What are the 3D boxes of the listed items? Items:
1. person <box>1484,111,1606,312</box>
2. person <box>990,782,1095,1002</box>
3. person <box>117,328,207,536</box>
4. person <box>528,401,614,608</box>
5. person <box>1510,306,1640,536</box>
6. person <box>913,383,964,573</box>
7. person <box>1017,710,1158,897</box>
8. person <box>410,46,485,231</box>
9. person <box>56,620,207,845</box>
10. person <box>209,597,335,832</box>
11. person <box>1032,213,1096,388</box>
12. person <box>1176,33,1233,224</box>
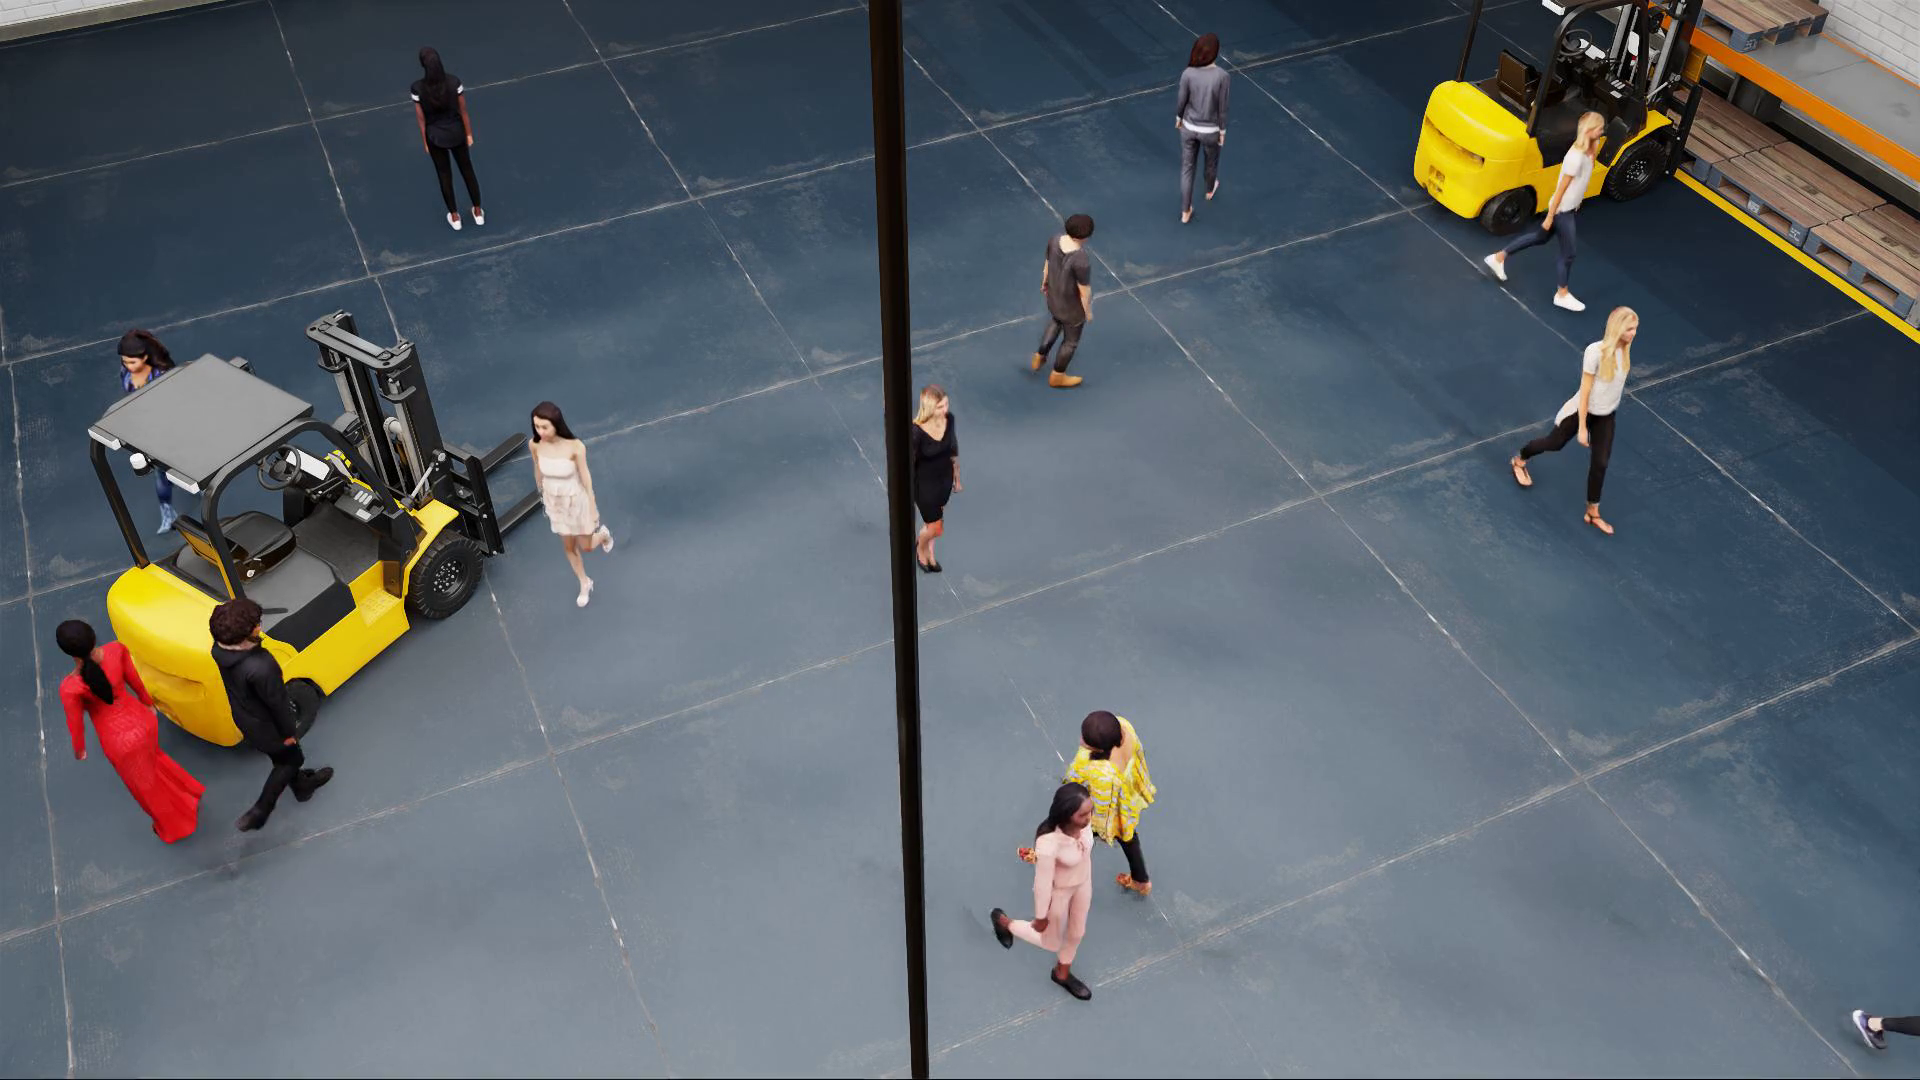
[{"bbox_3d":[4.947,-2.786,13.943,1.210,1.771,1.053,19,47,19],"label":"person"},{"bbox_3d":[0.485,1.878,9.098,1.035,1.703,0.883,30,51,28],"label":"person"},{"bbox_3d":[-5.722,-0.881,12.080,0.943,1.585,1.095,4,44,4],"label":"person"},{"bbox_3d":[-2.624,-0.296,11.364,0.819,1.723,0.909,9,44,9],"label":"person"},{"bbox_3d":[4.436,-0.944,12.002,0.636,1.782,1.189,-21,47,-20],"label":"person"},{"bbox_3d":[-0.252,-0.436,11.553,0.635,1.665,0.655,-33,52,-30],"label":"person"},{"bbox_3d":[0.909,1.543,9.523,1.184,1.600,1.093,19,47,19],"label":"person"},{"bbox_3d":[-4.568,-3.581,14.809,0.596,1.729,0.555,-20,47,-20],"label":"person"},{"bbox_3d":[-4.840,1.168,9.800,0.856,1.772,0.792,11,45,11],"label":"person"},{"bbox_3d":[-4.196,1.097,9.879,1.010,1.755,0.983,24,49,23],"label":"person"},{"bbox_3d":[0.826,-1.903,13.083,0.848,1.679,0.563,-32,52,-29],"label":"person"},{"bbox_3d":[2.141,-3.637,14.856,0.954,1.745,1.031,12,45,13],"label":"person"}]
